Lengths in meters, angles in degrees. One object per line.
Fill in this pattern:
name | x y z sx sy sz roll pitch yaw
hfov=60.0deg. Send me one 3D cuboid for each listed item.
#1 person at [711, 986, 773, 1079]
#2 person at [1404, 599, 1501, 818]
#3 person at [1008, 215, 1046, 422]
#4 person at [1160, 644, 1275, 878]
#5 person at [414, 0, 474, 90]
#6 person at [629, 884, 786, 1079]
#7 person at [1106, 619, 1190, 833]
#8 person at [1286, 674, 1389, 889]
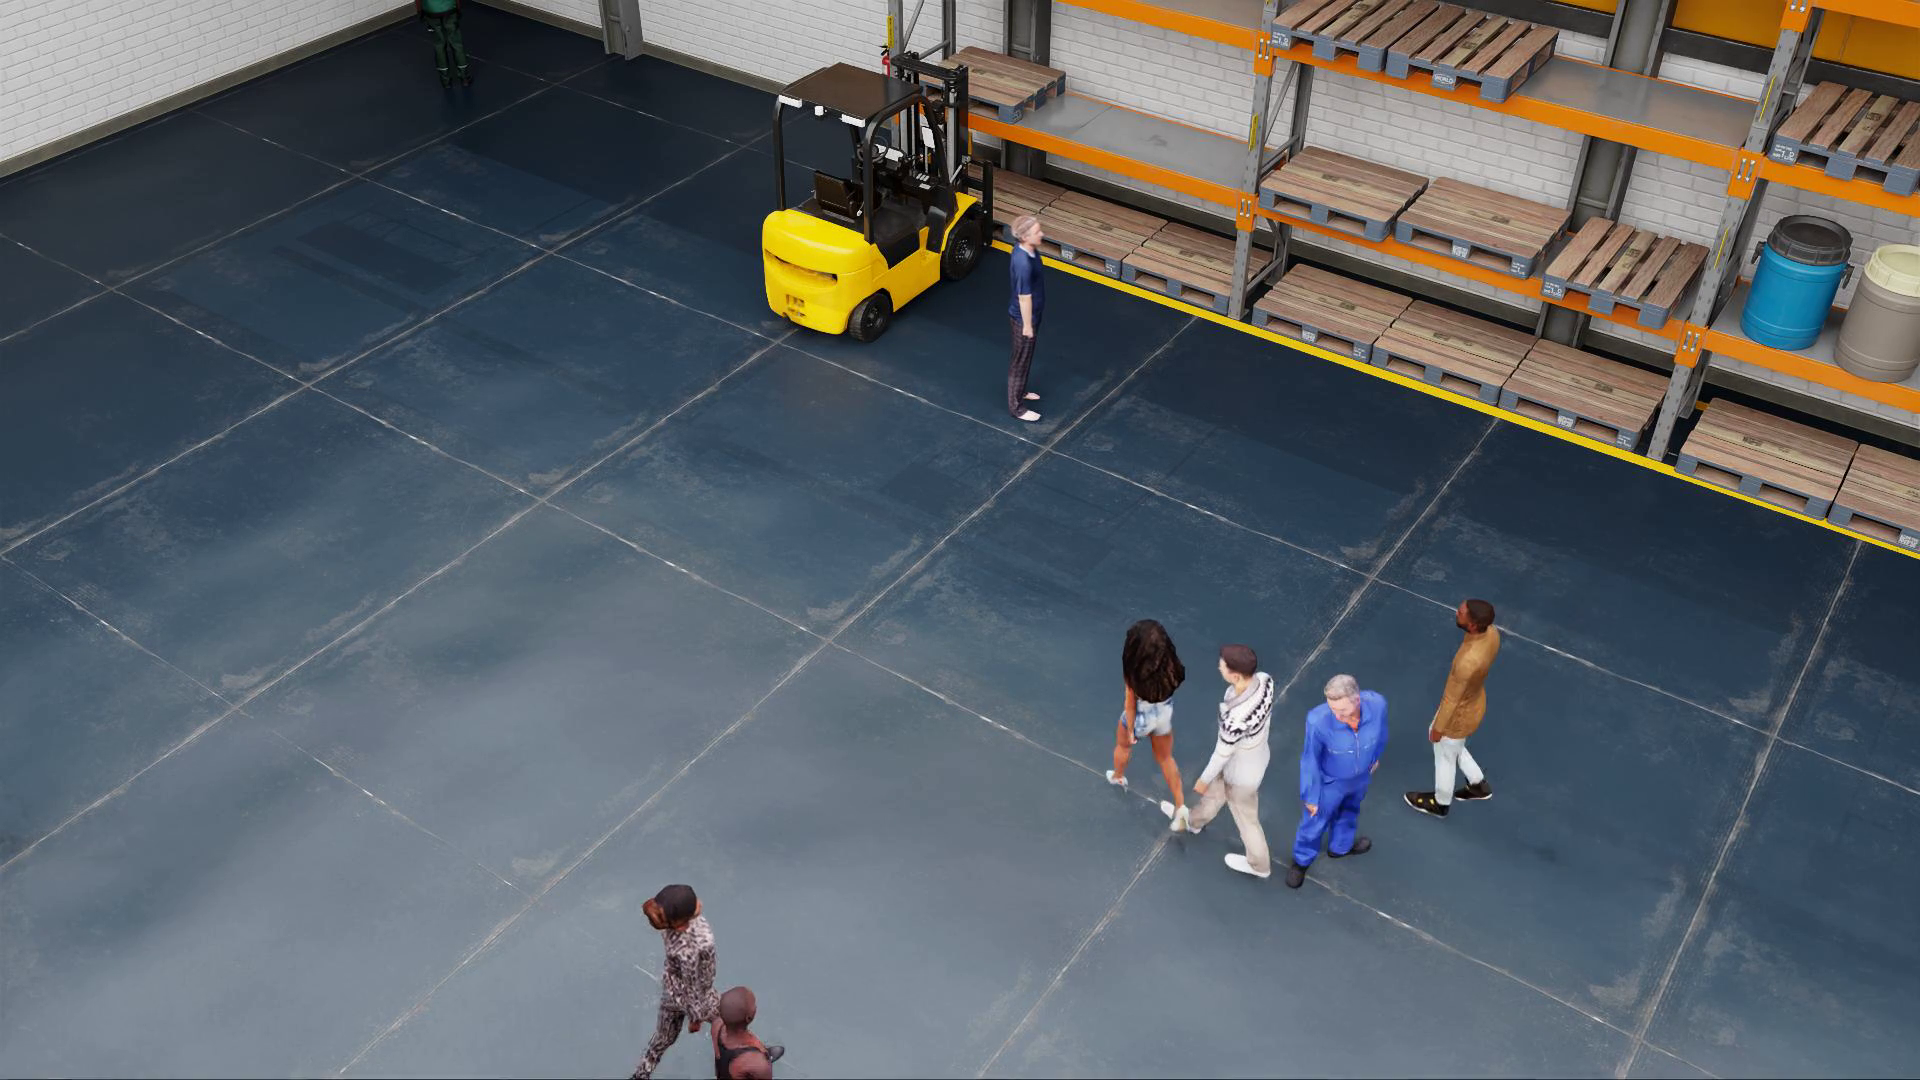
person | -1.142 2.897 8.254 0.920 1.725 1.126 -27 46 -30
person | 3.216 1.113 10.424 0.771 1.805 0.655 22 43 25
person | 0.553 -1.917 14.165 0.727 1.871 0.737 3 39 4
person | 1.791 1.388 10.062 1.085 1.828 0.795 19 42 22
person | -6.128 -6.240 19.604 0.784 1.839 0.839 -7 39 -9
person | -1.529 2.435 8.873 1.018 1.674 1.144 -16 41 -19
person | 1.237 1.187 10.500 0.831 1.595 1.095 -20 43 -24
person | 2.329 1.390 10.089 0.931 1.790 0.877 -22 44 -26
